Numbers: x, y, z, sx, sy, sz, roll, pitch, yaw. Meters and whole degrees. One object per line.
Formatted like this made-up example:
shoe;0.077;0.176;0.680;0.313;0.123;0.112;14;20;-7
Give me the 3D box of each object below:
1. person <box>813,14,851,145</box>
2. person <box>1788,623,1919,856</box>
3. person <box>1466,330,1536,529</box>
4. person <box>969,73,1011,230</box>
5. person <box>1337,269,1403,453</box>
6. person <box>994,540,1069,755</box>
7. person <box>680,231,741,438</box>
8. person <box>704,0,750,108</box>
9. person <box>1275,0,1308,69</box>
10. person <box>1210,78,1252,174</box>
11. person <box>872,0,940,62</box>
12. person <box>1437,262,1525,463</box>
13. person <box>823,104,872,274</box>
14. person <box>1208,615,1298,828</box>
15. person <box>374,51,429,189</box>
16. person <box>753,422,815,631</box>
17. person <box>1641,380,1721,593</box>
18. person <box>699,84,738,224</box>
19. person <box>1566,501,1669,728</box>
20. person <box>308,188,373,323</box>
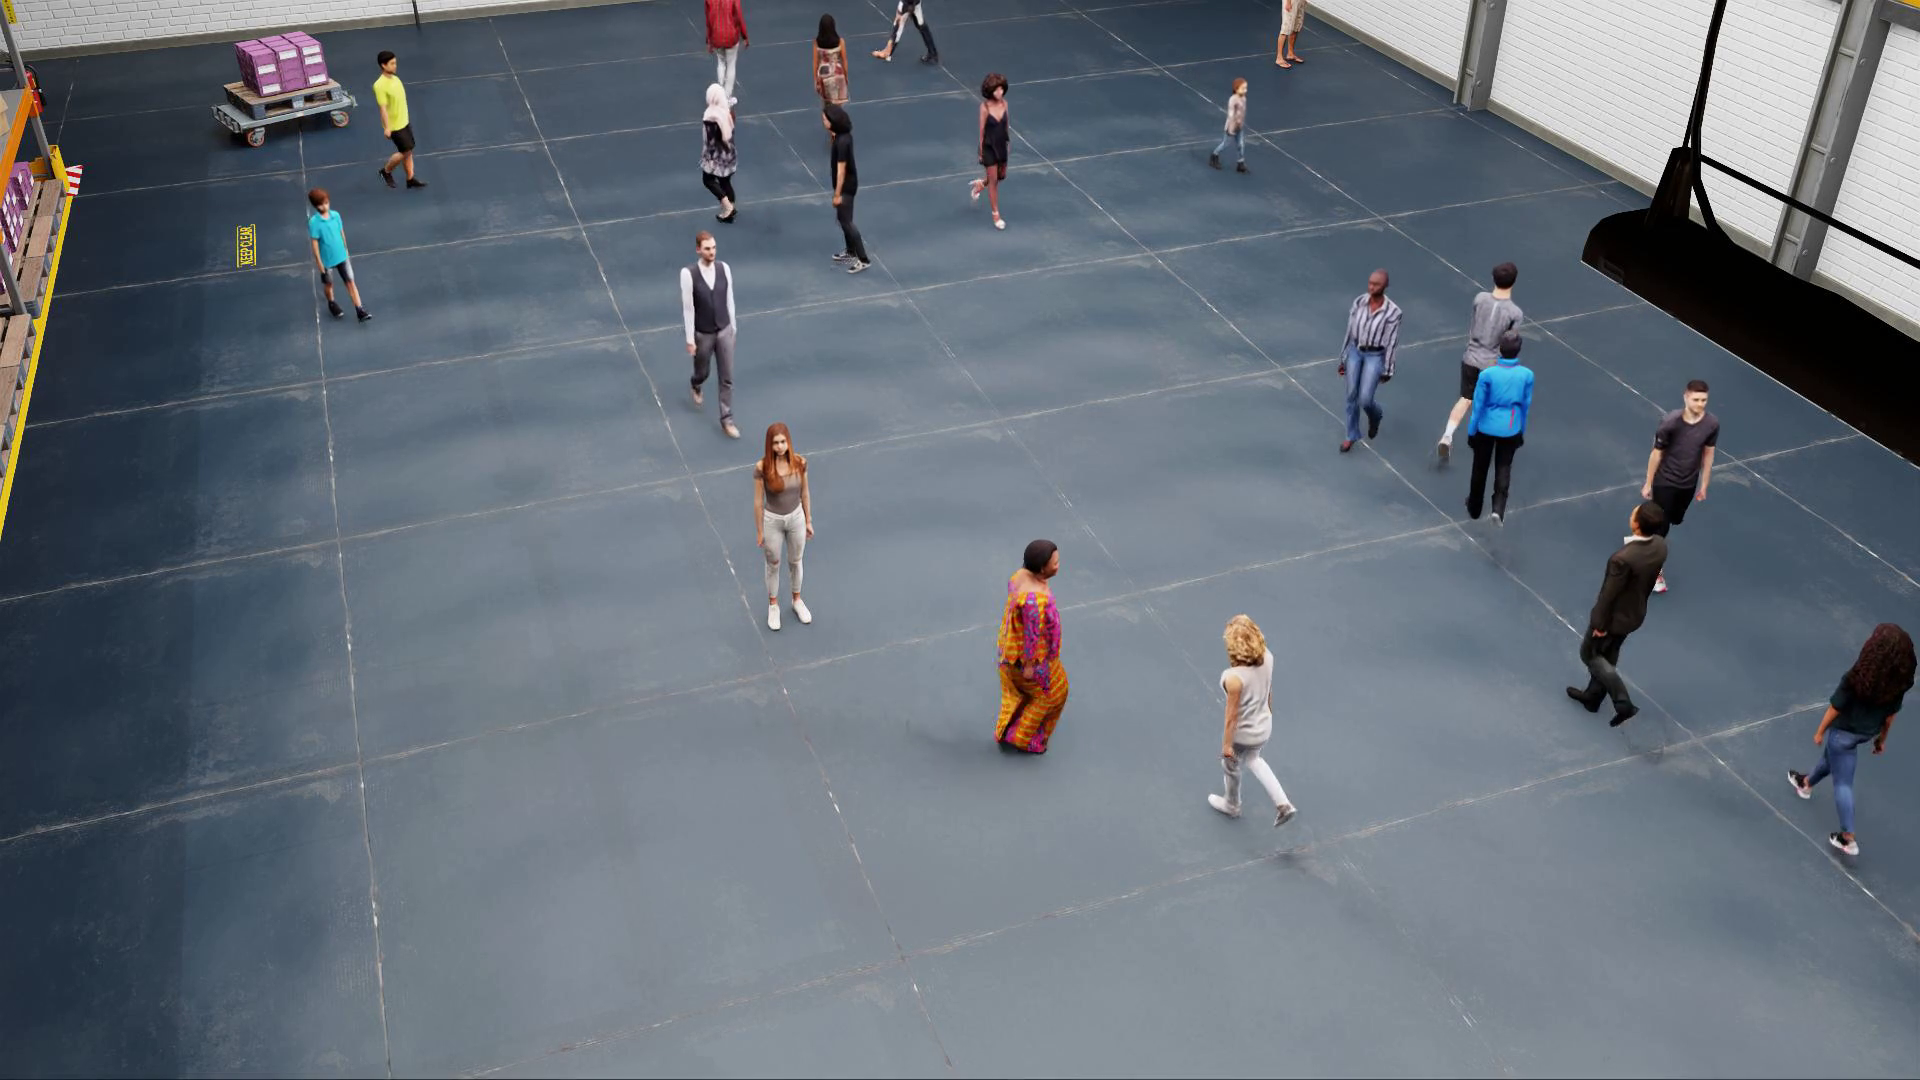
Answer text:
person;-1.659;-5.894;21.370;0.910;1.618;1.173;1;34;2
person;5.733;1.278;10.618;0.768;1.576;1.134;-3;34;-4
person;4.420;-0.856;13.643;0.847;1.783;0.985;4;34;5
person;0.343;-4.498;19.136;0.710;1.768;1.017;-20;39;-27
person;3.649;-1.606;14.772;0.789;1.782;0.848;26;42;34
person;0.406;0.736;11.364;0.807;1.653;0.723;-1;34;-1
person;-2.302;-1.909;15.107;0.769;1.916;1.102;-18;38;-25
person;-3.199;-6.762;22.508;0.819;1.806;0.861;7;34;10
person;4.842;-7.841;24.079;0.723;1.864;0.706;-29;43;-36
person;3.368;-5.153;20.653;0.648;1.179;0.881;-24;40;-31
person;-0.628;-7.782;24.010;1.192;1.841;1.258;7;34;11
person;4.557;-1.527;14.601;1.111;1.839;1.034;27;42;35
person;-1.248;-3.863;18.136;0.944;1.815;0.772;-1;34;-1
person;1.897;1.224;10.639;0.846;1.643;0.986;-24;40;-31
person;-6.844;-5.029;19.997;0.855;1.698;0.823;3;34;5
person;-1.340;-0.125;12.596;0.583;1.724;0.501;-11;35;-16
person;5.635;-0.498;13.144;0.876;1.739;1.165;-1;34;-1
person;-2.678;-4.407;19.132;0.838;1.620;0.783;16;37;22
person;4.635;0.537;11.540;0.773;1.791;0.926;-18;38;-25
person;-6.491;-2.933;17.101;0.797;1.413;1.019;-28;43;-36
